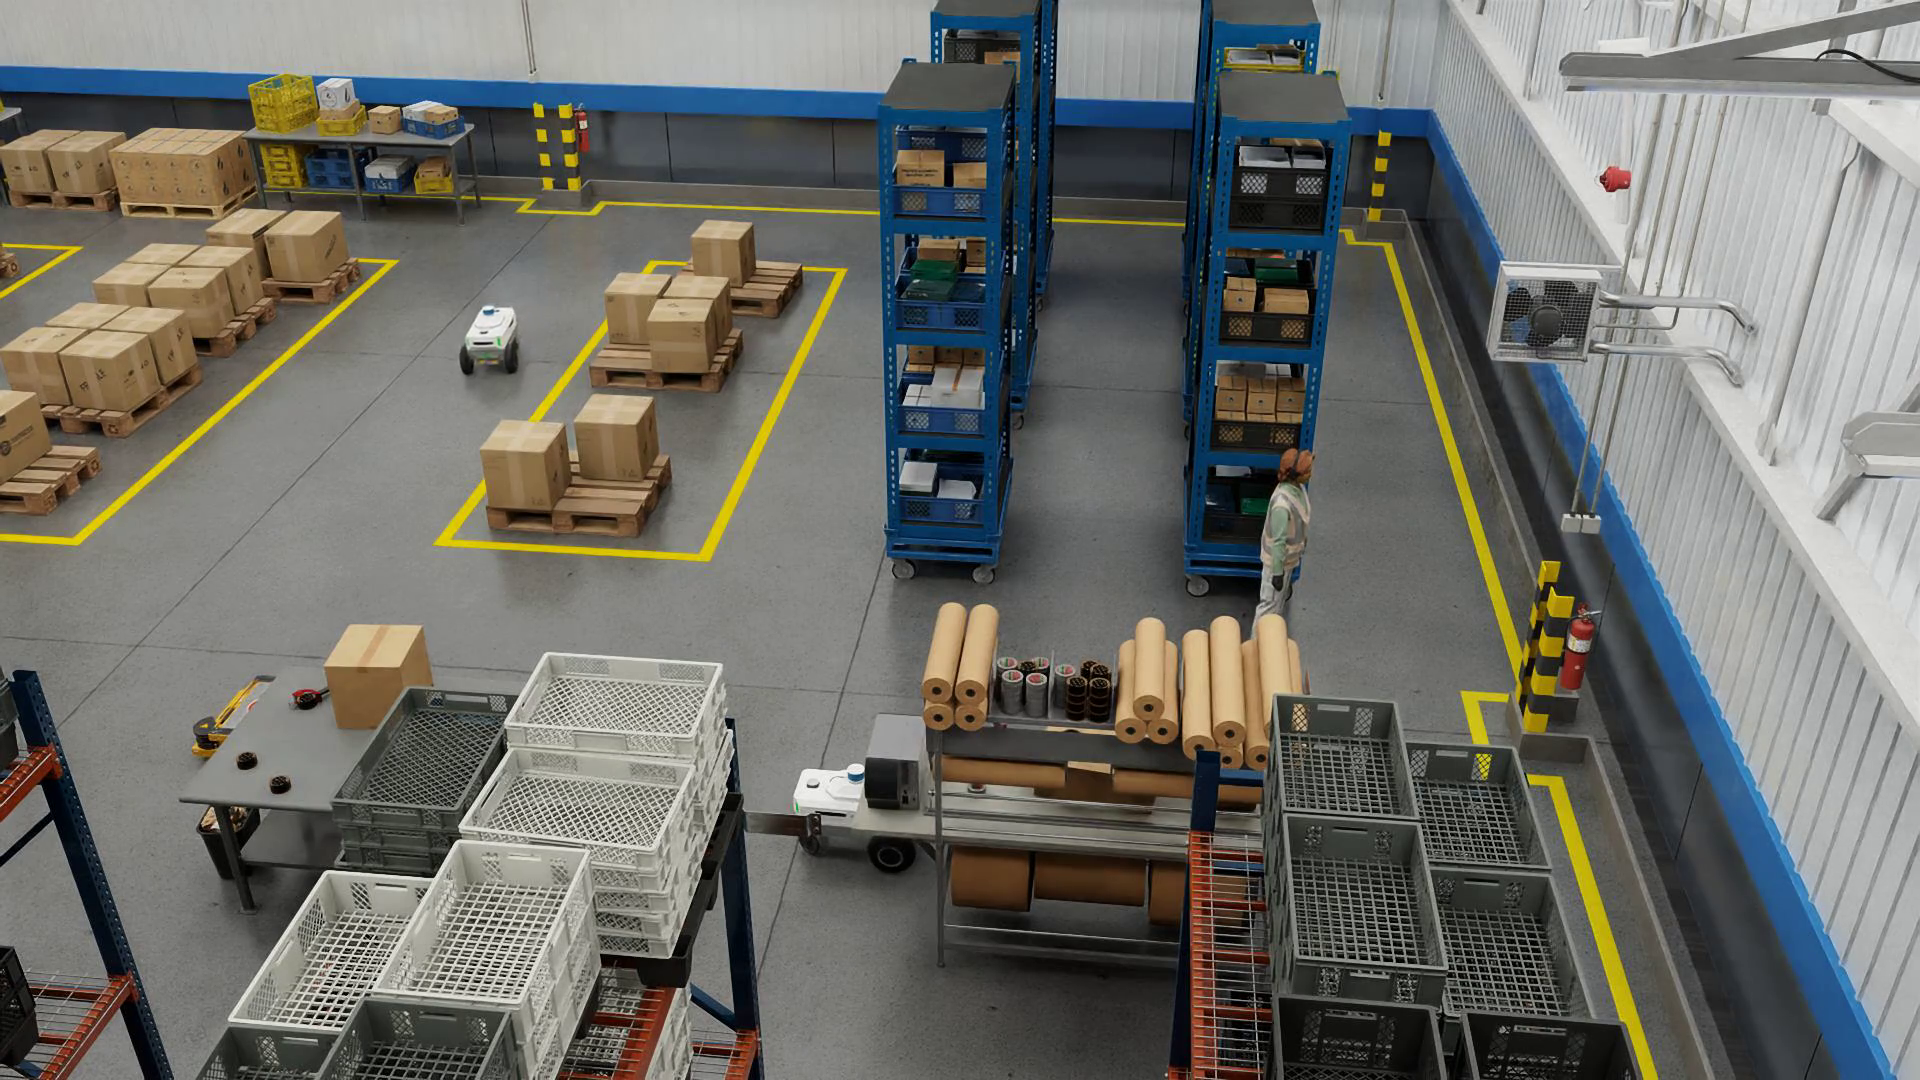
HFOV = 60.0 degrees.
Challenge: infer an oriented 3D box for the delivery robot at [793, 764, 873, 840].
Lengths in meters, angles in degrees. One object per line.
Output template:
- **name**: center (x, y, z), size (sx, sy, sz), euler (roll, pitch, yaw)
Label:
- **delivery robot**: center (-0.599, 1.521, 9.664), size (0.707, 0.478, 0.477), euler (4, 31, 7)

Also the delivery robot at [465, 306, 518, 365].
- **delivery robot**: center (-4.409, -1.963, 15.647), size (0.477, 0.478, 0.707), euler (-1, 30, -2)

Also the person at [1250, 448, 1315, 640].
- **person**: center (2.147, 0.127, 11.083), size (0.311, 1.632, 0.515), euler (12, 32, 19)
